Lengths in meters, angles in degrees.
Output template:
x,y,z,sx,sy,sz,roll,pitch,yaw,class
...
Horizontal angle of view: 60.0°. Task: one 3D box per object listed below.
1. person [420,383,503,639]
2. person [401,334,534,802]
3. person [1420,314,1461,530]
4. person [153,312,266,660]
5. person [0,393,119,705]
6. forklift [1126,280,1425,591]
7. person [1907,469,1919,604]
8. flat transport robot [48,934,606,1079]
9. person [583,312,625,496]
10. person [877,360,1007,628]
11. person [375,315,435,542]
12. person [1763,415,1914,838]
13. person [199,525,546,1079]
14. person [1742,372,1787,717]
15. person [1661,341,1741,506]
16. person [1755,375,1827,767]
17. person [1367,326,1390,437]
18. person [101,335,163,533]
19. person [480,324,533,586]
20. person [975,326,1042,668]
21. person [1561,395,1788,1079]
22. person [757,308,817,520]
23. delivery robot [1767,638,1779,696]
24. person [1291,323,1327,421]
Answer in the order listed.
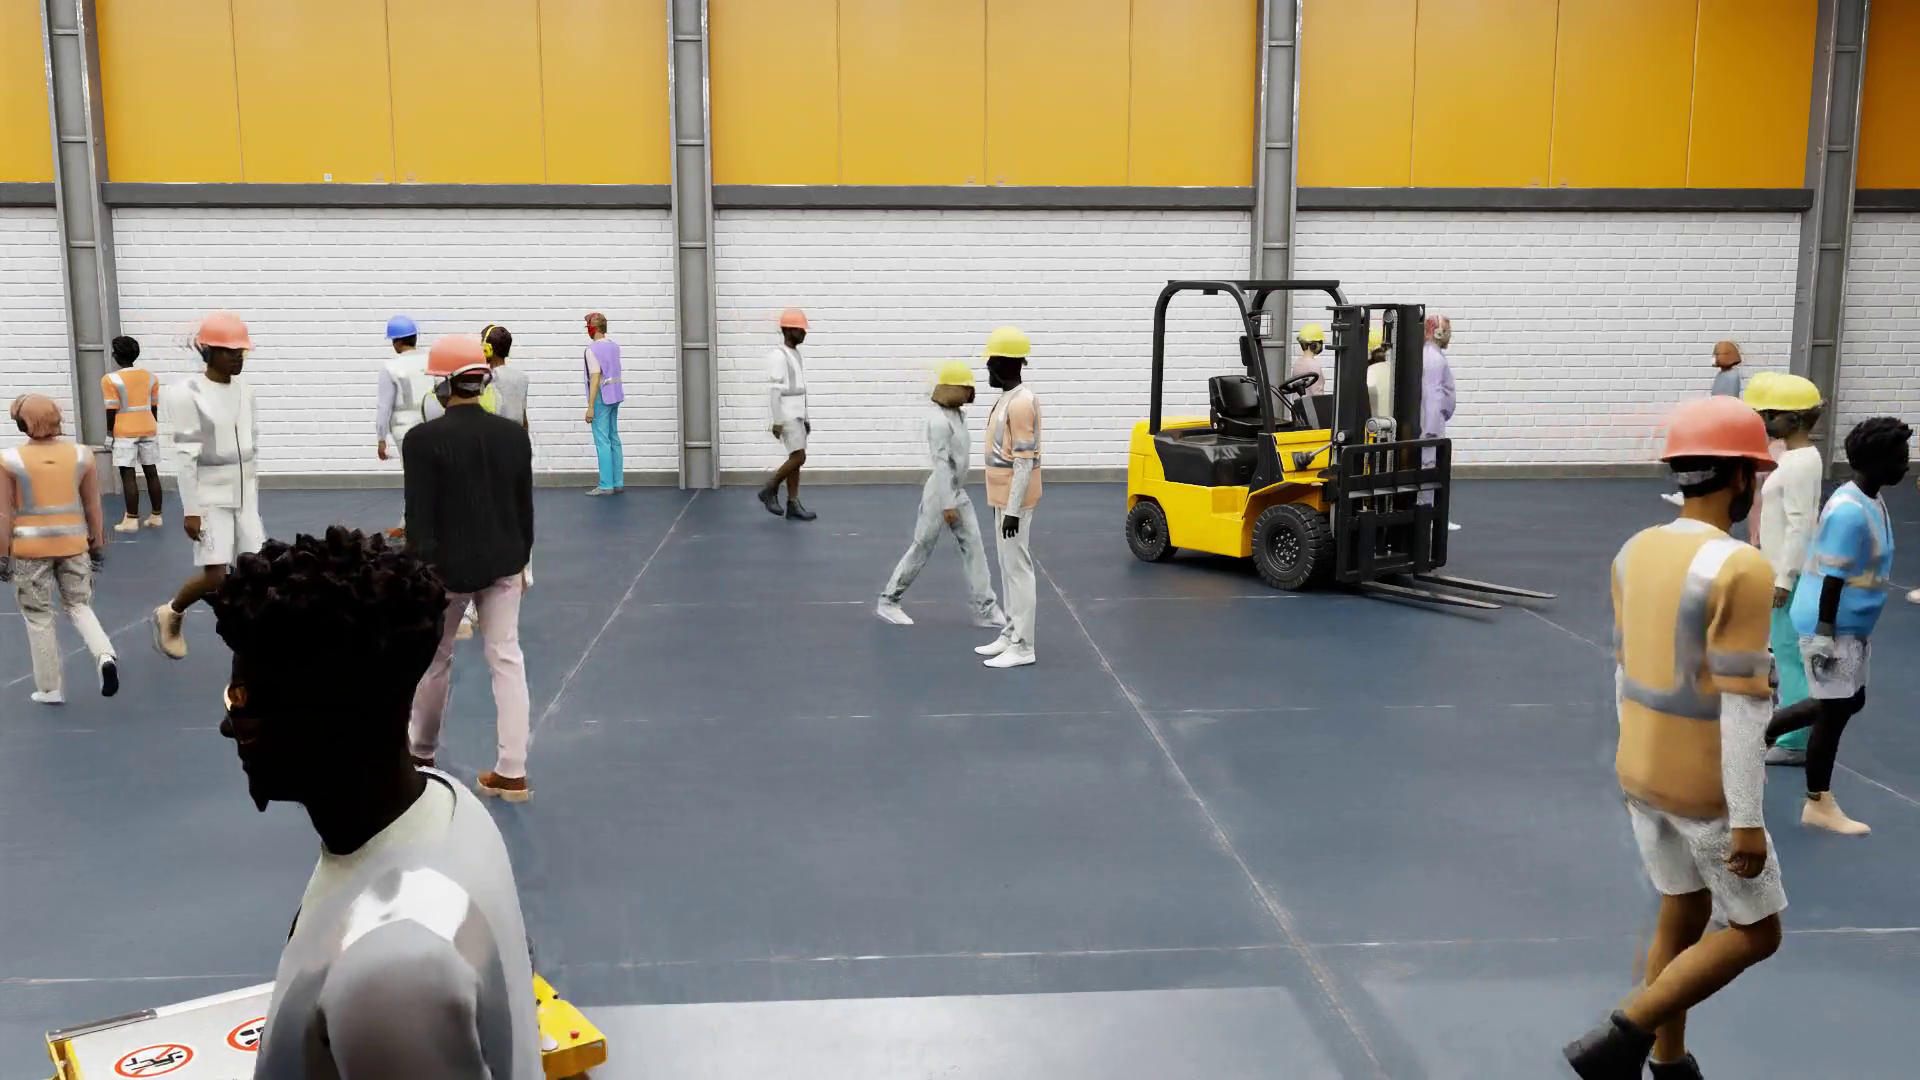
x,y,z,sx,sy,sz,roll,pitch,yaw,class
-3.064,-0.318,10.180,0.429,1.842,0.636,4,10,22,person
-2.162,0.103,7.146,0.947,1.956,0.658,9,13,44,person
3.978,-1.003,14.359,0.721,1.883,0.639,0,9,2,person
-4.106,-0.236,9.095,0.719,2.021,0.621,4,10,21,person
-4.602,0.066,8.460,0.522,1.621,0.521,7,12,38,person
2.301,-0.860,12.475,1.214,2.155,2.313,-6,11,-35,forklift
6.704,-0.439,11.064,0.596,1.817,0.407,3,10,21,person
-1.747,1.378,4.442,1.431,0.197,0.652,-6,11,-34,flat transport robot
-3.568,-1.355,16.684,0.373,1.840,0.572,2,9,15,person
-0.109,-0.280,10.427,0.927,1.695,0.494,3,10,21,person
-4.405,-0.870,13.488,1.006,1.903,0.622,6,11,34,person
3.423,0.332,6.629,0.543,1.681,0.540,7,11,37,person
-0.618,0.927,2.084,0.904,1.941,0.604,-2,9,-11,person
3.873,0.060,8.083,0.590,1.740,0.545,4,10,25,person
7.138,-1.074,15.692,0.842,1.580,0.519,1,9,6,person
3.730,0.140,7.542,0.325,1.767,0.533,5,10,27,person
3.294,-0.773,13.107,0.627,1.814,0.674,-4,10,-22,person
-7.142,-0.912,14.358,0.318,1.699,0.533,4,10,25,person
-3.223,-0.565,11.674,0.329,1.862,0.507,4,10,24,person
0.280,-0.243,9.429,0.359,1.930,0.588,-1,9,-7,person
1.830,0.597,4.205,0.487,1.916,0.576,-1,9,-8,person
-1.528,-1.123,14.972,0.450,1.924,0.564,3,9,16,person
4.199,0.529,8.593,0.477,0.478,0.707,7,12,39,delivery robot
3.226,-1.110,15.379,0.305,1.772,0.525,-2,9,-14,person
